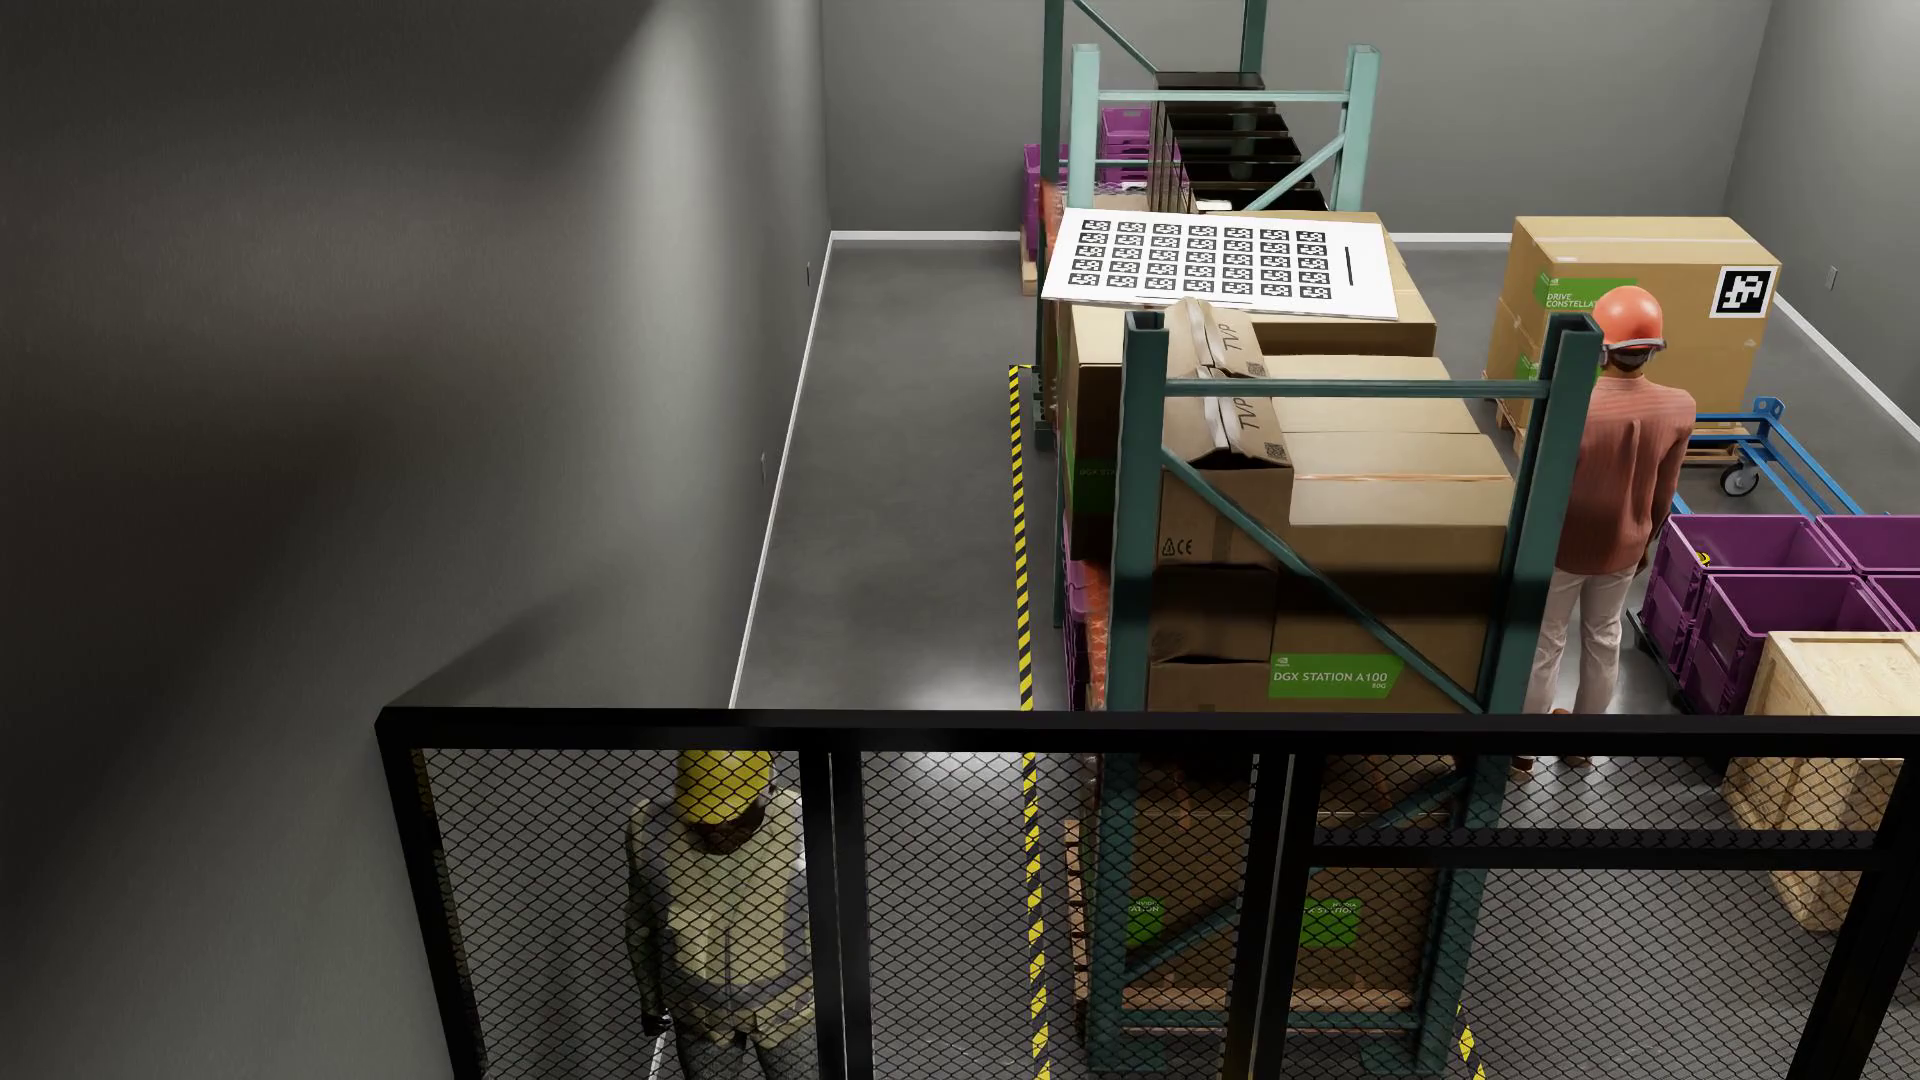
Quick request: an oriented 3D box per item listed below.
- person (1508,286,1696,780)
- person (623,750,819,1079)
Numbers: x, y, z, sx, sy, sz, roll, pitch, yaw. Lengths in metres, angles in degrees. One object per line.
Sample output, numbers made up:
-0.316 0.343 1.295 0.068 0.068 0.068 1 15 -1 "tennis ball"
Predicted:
2.305 0.010 6.147 0.608 1.993 0.379 -7 32 -12 "person"
-0.564 1.185 4.350 0.600 1.827 0.404 1 31 2 "person"
